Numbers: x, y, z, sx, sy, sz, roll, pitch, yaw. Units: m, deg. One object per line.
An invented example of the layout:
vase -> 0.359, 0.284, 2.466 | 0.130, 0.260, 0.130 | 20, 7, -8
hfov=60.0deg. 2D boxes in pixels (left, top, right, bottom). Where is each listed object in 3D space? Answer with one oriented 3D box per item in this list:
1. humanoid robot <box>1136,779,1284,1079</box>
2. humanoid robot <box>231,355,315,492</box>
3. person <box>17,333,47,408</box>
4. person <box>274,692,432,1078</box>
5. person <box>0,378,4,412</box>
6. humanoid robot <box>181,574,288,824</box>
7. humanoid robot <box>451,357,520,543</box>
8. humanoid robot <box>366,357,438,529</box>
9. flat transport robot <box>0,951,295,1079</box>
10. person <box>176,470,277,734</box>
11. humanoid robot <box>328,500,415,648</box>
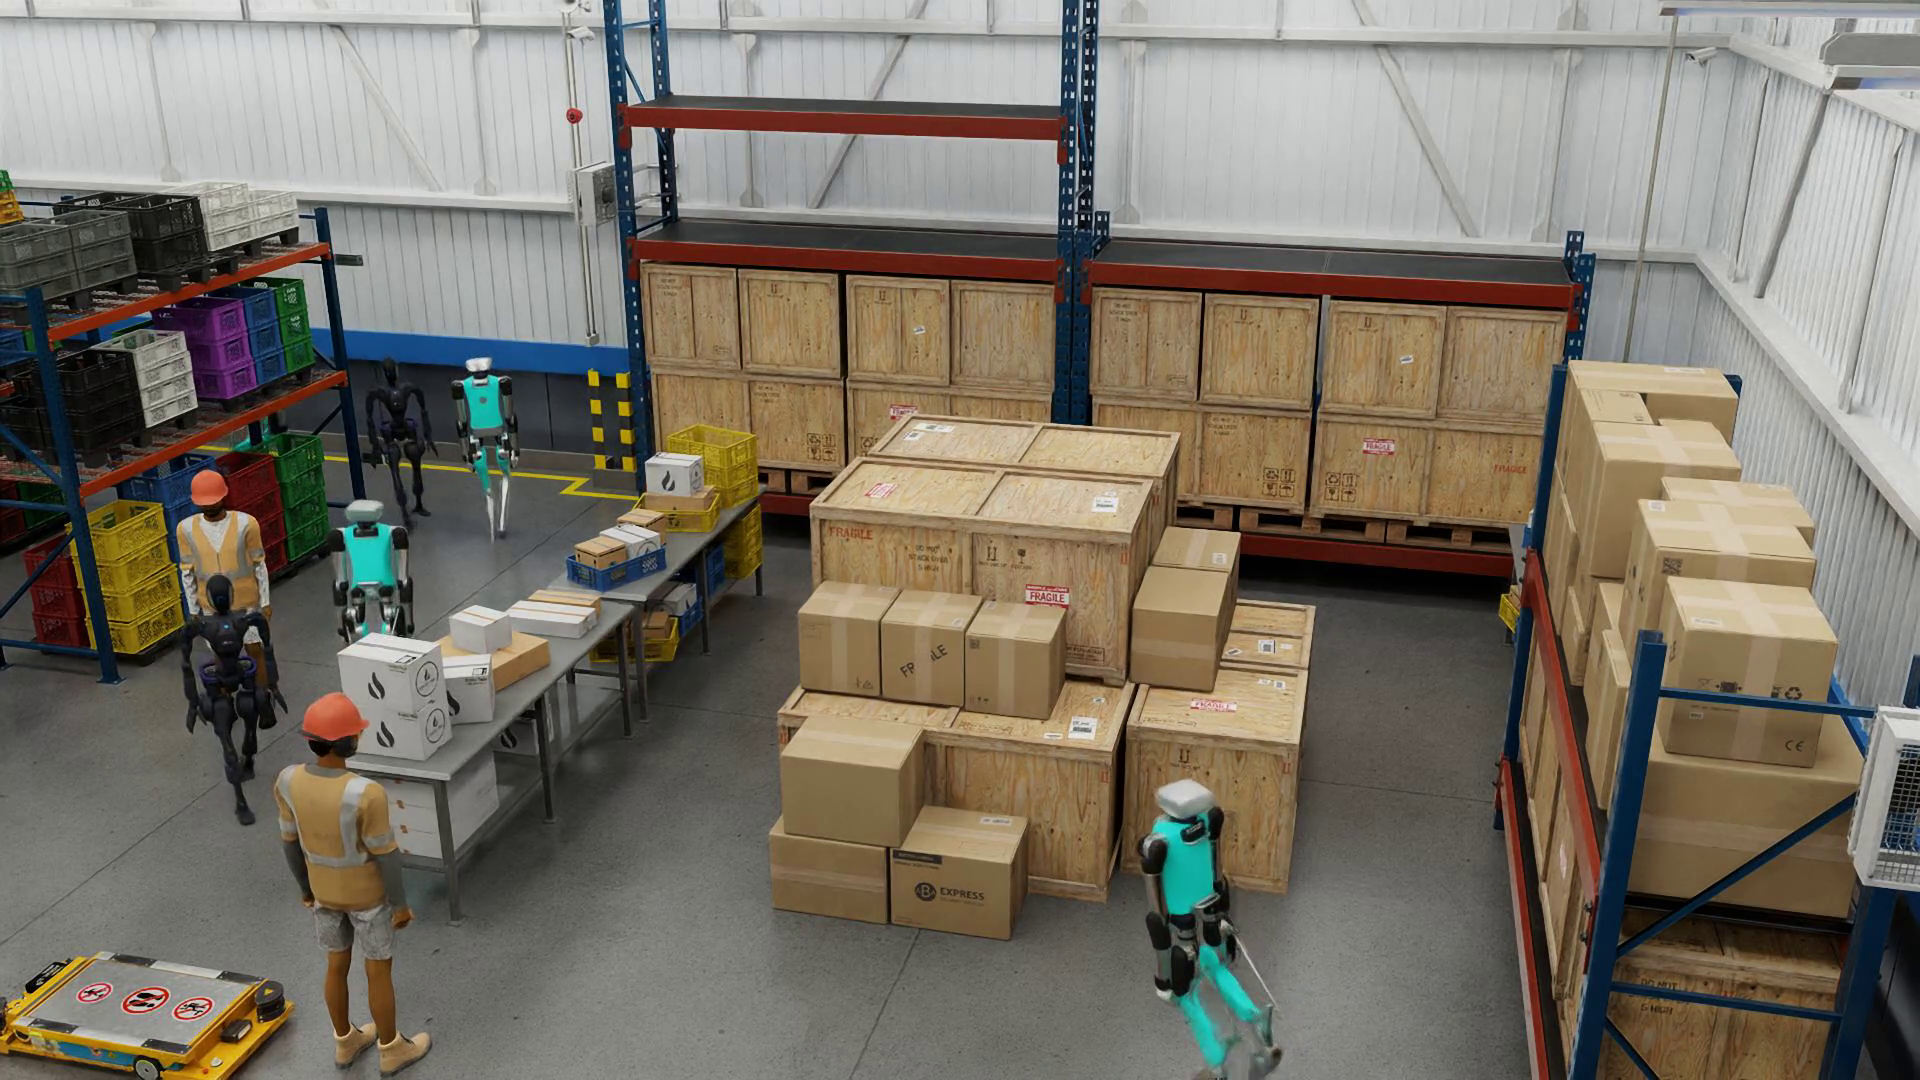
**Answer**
humanoid robot -> 1.226, 2.026, 7.707 | 0.535, 1.750, 0.858 | -19, 28, -41
humanoid robot -> -6.735, -1.125, 15.971 | 1.041, 1.736, 0.547 | -14, 25, -33
person -> -9.491, -1.590, 16.997 | 0.504, 1.846, 0.348 | 10, 23, 23
person -> -2.967, 1.689, 8.146 | 0.614, 2.039, 0.379 | 7, 22, 17
person -> -10.290, -1.912, 17.857 | 0.565, 1.836, 0.384 | -6, 22, -15
humanoid robot -> -4.680, 0.954, 10.683 | 0.601, 1.642, 0.797 | -12, 24, -29
humanoid robot -> -4.292, -0.816, 15.204 | 0.544, 1.854, 0.746 | -5, 22, -13
humanoid robot -> -5.192, -0.910, 15.505 | 0.610, 1.622, 0.747 | -11, 23, -26
flat transport robot -> -4.270, 2.464, 8.601 | 1.431, 0.231, 0.659 | 5, 22, 13
person -> -5.098, 0.430, 11.588 | 0.551, 1.933, 0.368 | -6, 22, -14
humanoid robot -> -4.000, 0.659, 11.271 | 0.530, 1.713, 1.060 | -2, 21, -6
